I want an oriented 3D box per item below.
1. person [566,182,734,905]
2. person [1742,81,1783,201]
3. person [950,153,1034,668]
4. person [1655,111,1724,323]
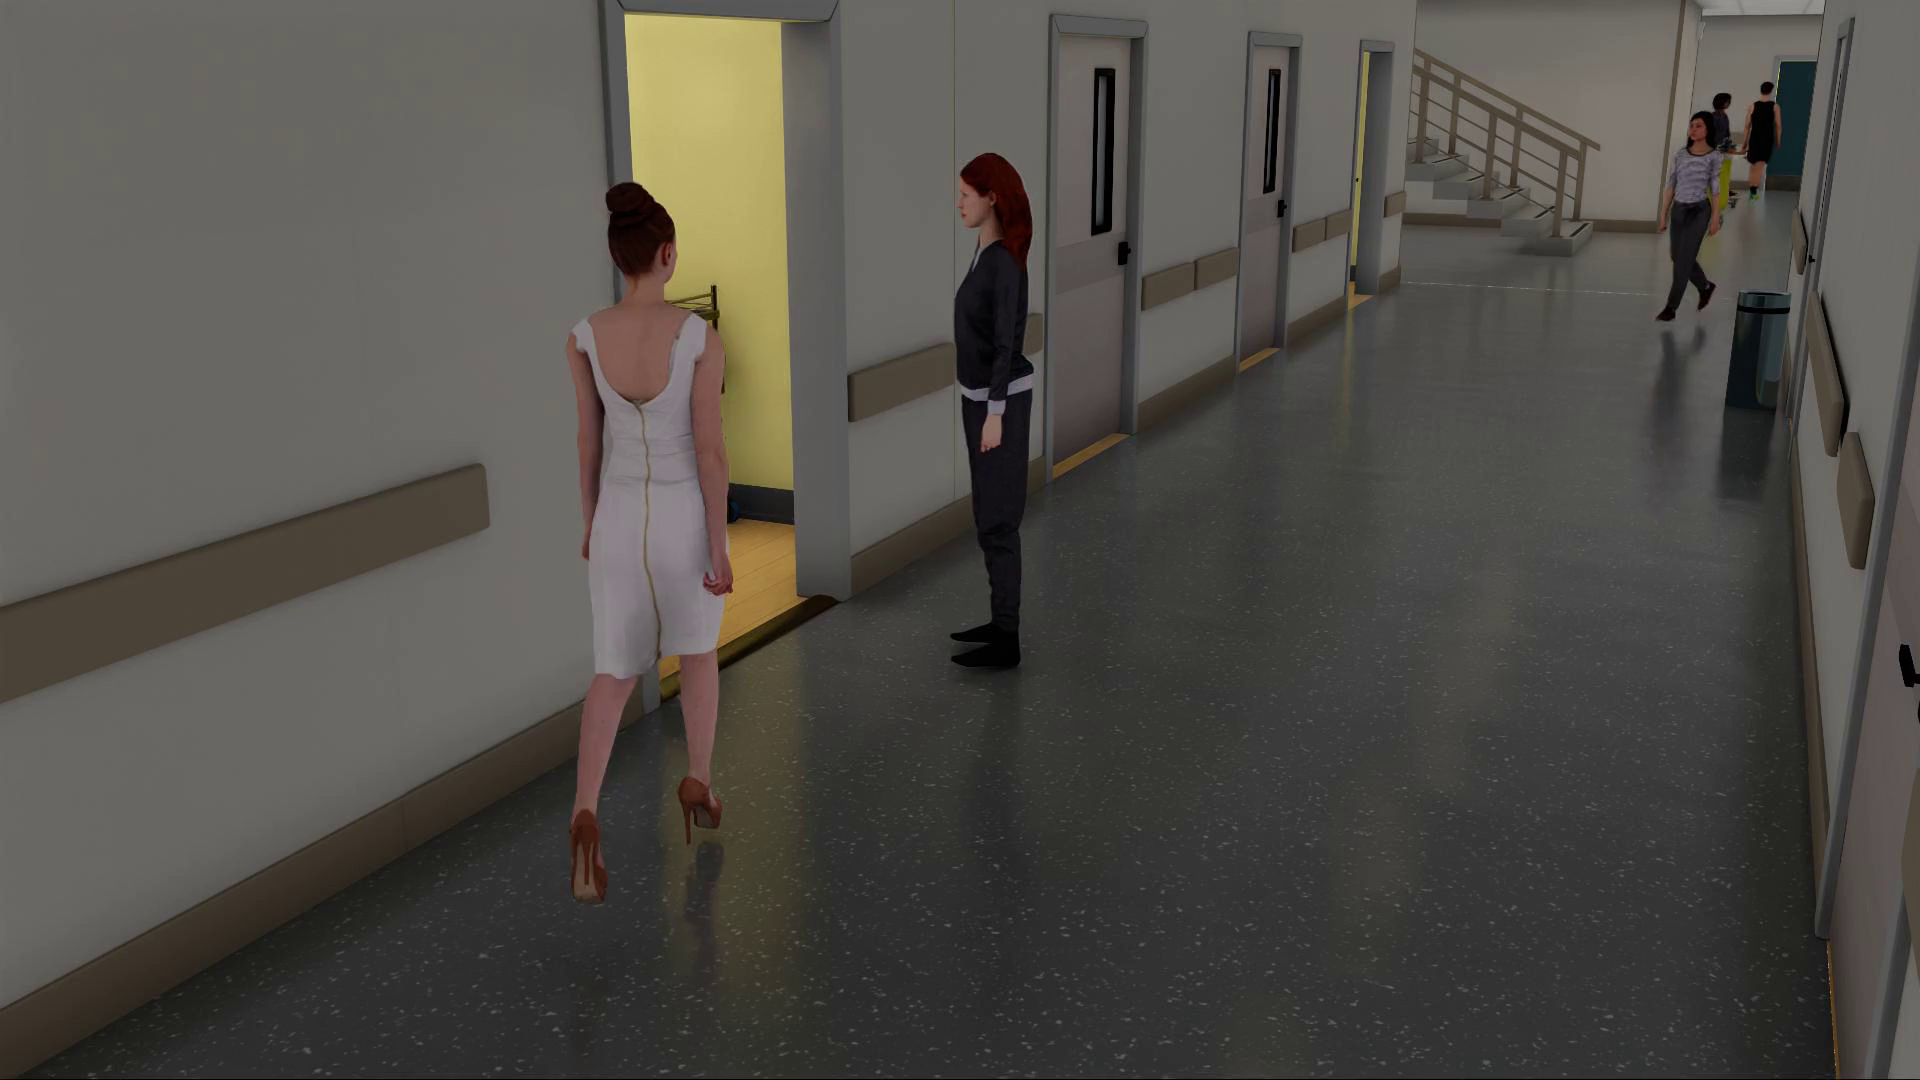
[{"bbox_3d":[-0.799,0.054,4.079,1.062,1.766,0.823,3,16,11],"label":"person"},{"bbox_3d":[12.904,-6.399,26.809,1.087,1.853,0.895,12,20,36],"label":"person"},{"bbox_3d":[0.128,-0.443,5.820,0.705,1.779,0.672,-3,16,-10],"label":"person"},{"bbox_3d":[6.143,-2.673,13.862,1.024,1.706,1.124,-11,19,-33],"label":"person"}]
